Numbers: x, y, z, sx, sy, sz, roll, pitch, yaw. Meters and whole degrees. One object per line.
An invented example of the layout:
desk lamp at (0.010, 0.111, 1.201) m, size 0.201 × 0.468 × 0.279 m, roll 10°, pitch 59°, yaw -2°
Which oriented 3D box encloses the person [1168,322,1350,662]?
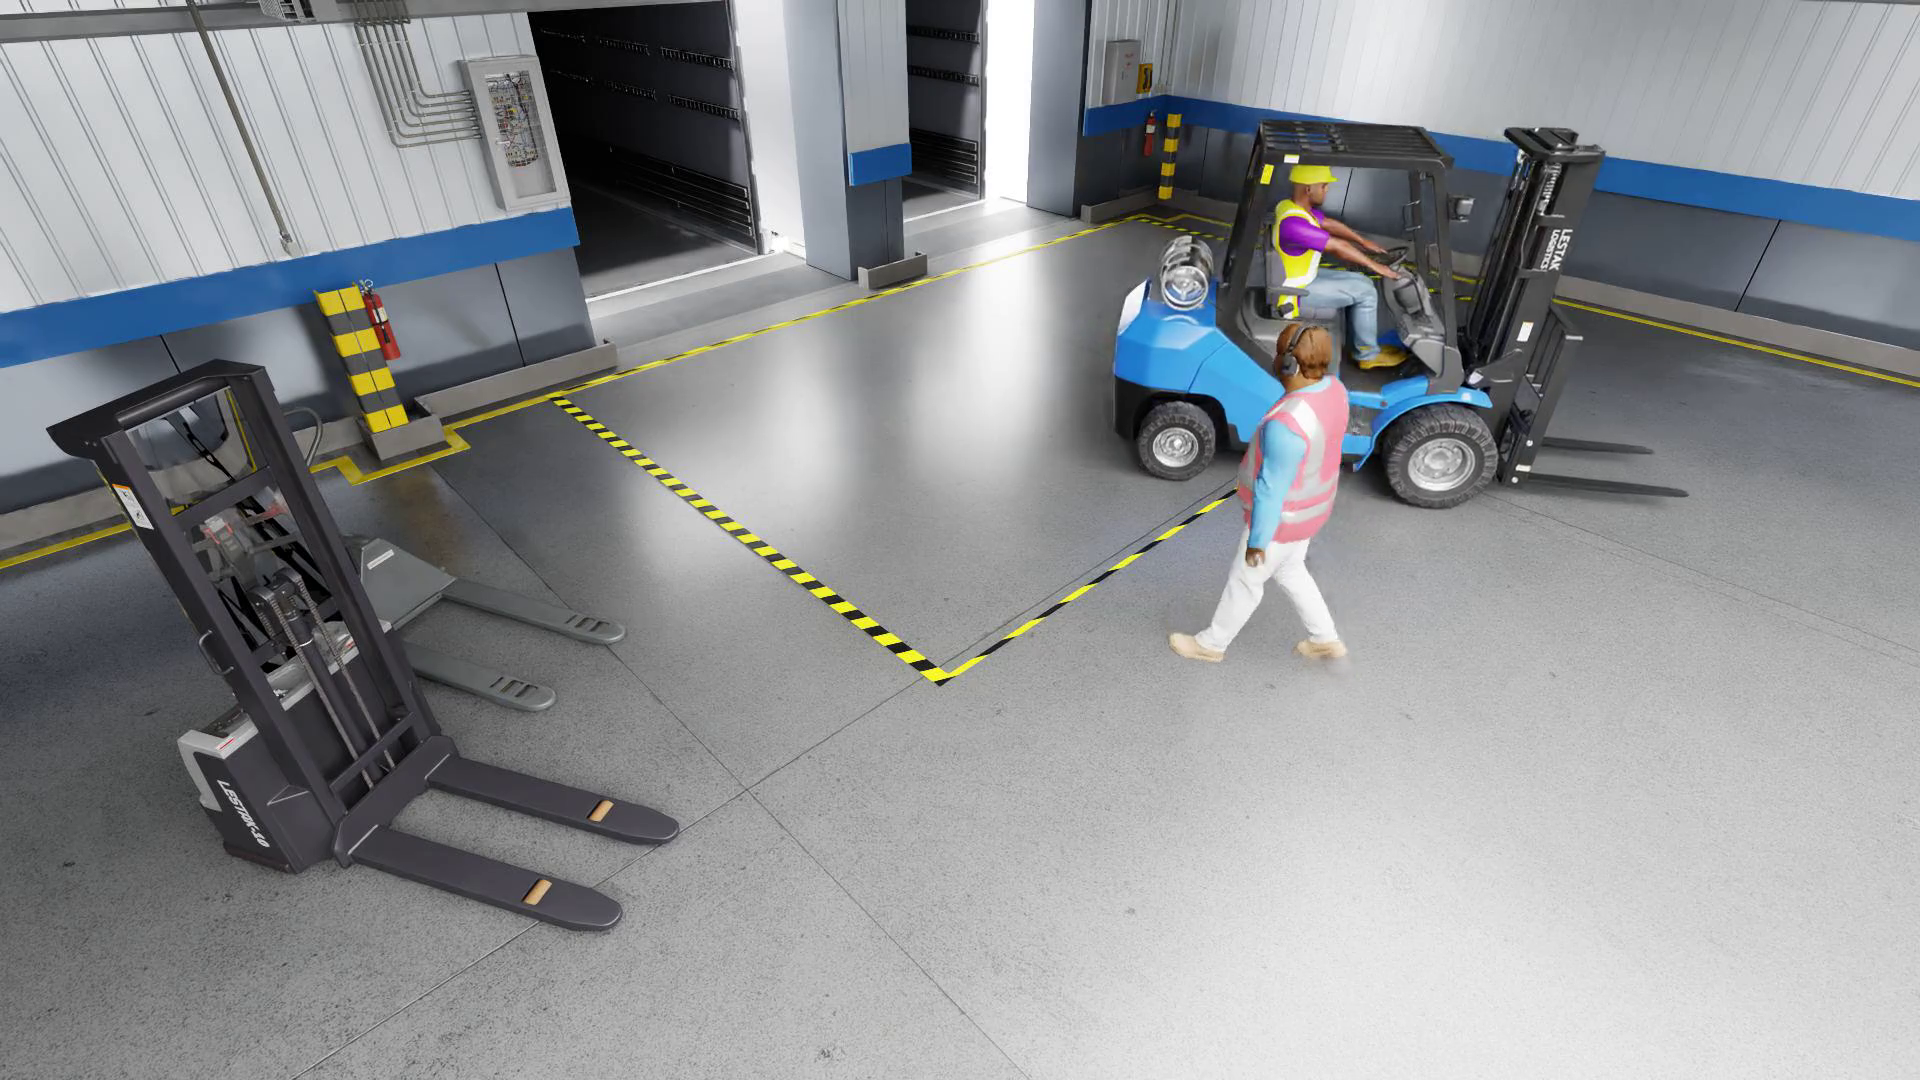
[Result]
person at (1.552, -0.120, 4.330) m, size 0.835 × 1.814 × 0.661 m, roll 20°, pitch 39°, yaw 27°

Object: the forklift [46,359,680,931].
forklift at (-2.135, 0.422, 3.354) m, size 1.885 × 1.965 × 0.823 m, roll 10°, pitch 35°, yaw 14°

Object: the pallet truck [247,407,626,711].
pallet truck at (-2.628, 0.038, 4.590) m, size 1.601 × 1.201 × 0.680 m, roll 12°, pitch 36°, yaw 18°

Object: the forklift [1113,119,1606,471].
forklift at (2.438, -1.617, 6.035) m, size 2.680 × 2.036 × 1.157 m, roll 8°, pitch 35°, yaw 11°

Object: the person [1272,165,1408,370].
person at (2.495, -1.759, 5.912) m, size 1.004 × 1.294 × 0.635 m, roll 8°, pitch 35°, yaw 11°
